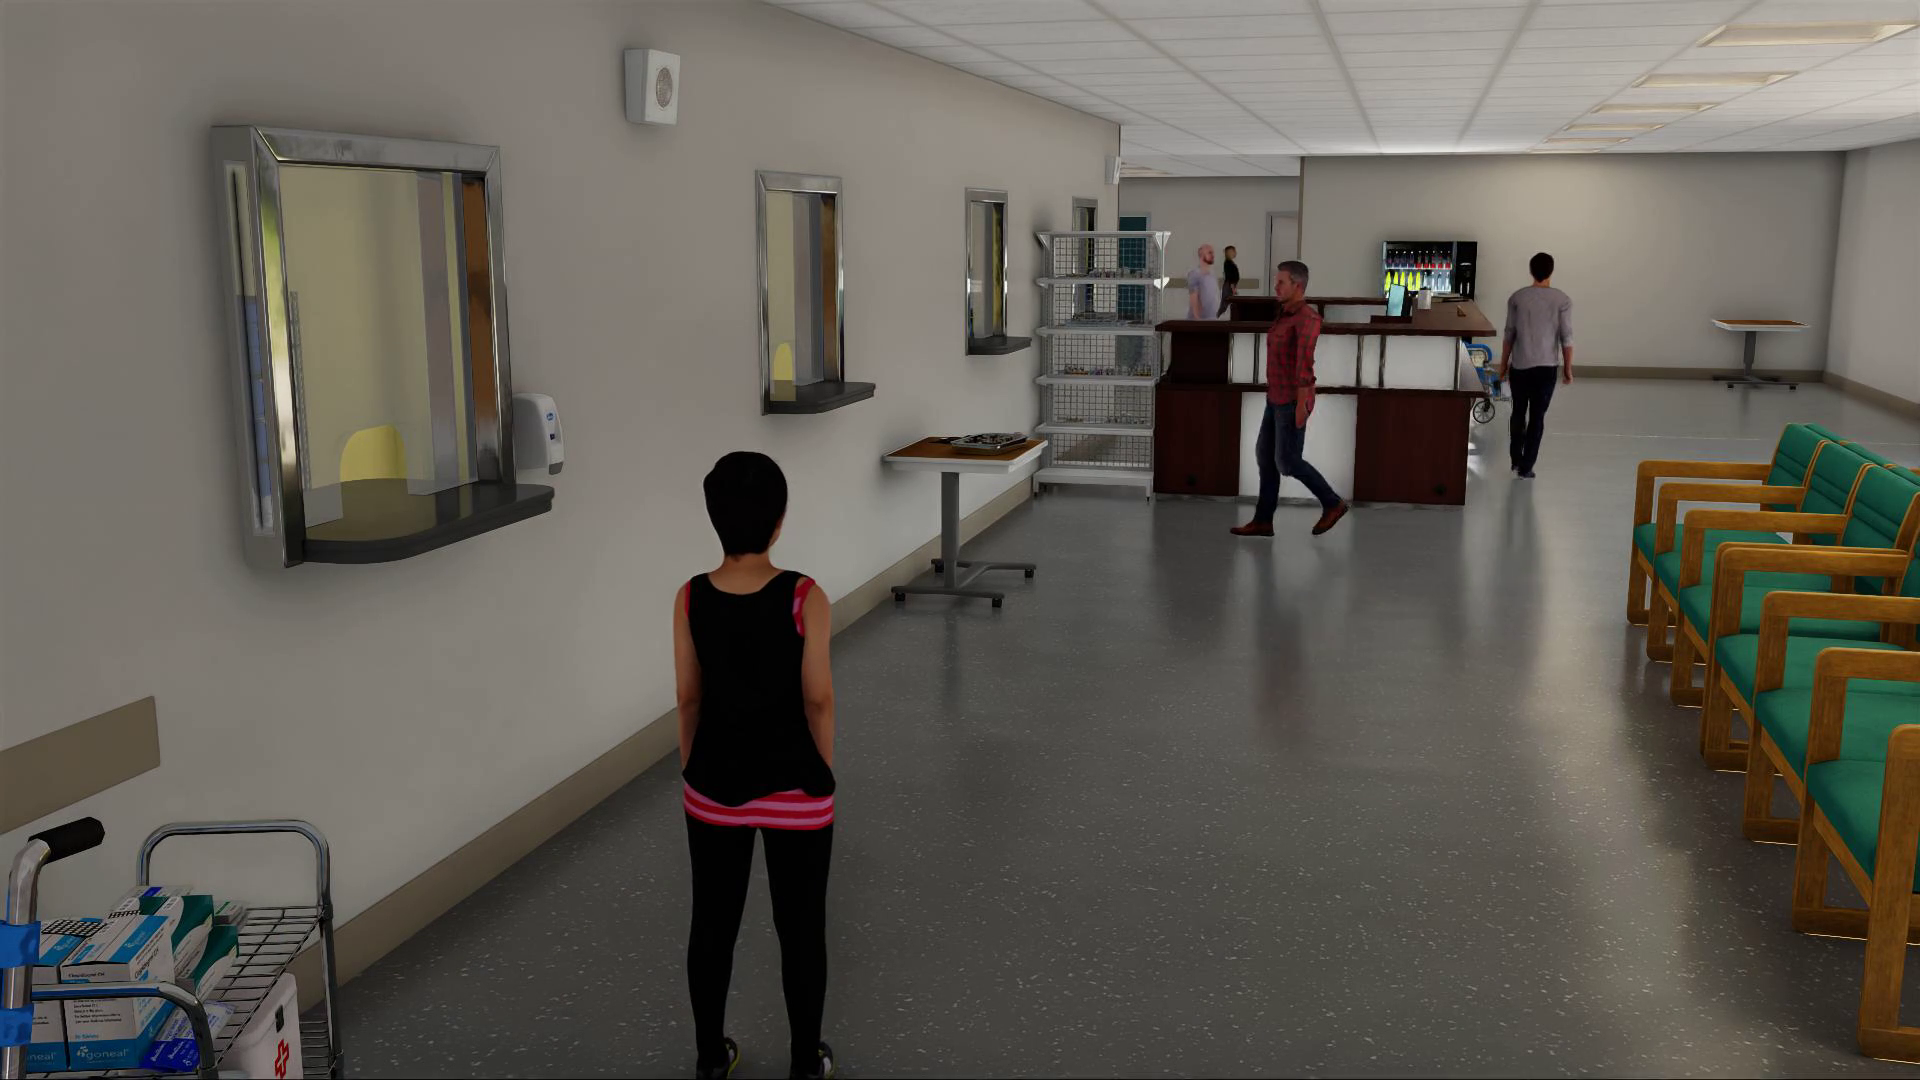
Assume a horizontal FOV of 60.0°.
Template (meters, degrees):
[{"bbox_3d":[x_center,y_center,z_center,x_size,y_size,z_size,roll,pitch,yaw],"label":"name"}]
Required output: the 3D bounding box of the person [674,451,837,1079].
[{"bbox_3d":[-0.477,0.560,3.896,0.454,1.551,0.594,2,11,11],"label":"person"}]

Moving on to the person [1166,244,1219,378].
[{"bbox_3d":[2.773,-2.555,19.638,1.065,1.803,1.283,-10,15,-43],"label":"person"}]

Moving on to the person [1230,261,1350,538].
[{"bbox_3d":[2.224,-0.903,10.893,1.095,1.818,0.908,-1,11,-5],"label":"person"}]

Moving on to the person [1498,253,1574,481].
[{"bbox_3d":[4.608,-1.380,13.402,0.736,1.820,0.854,6,12,28],"label":"person"}]
